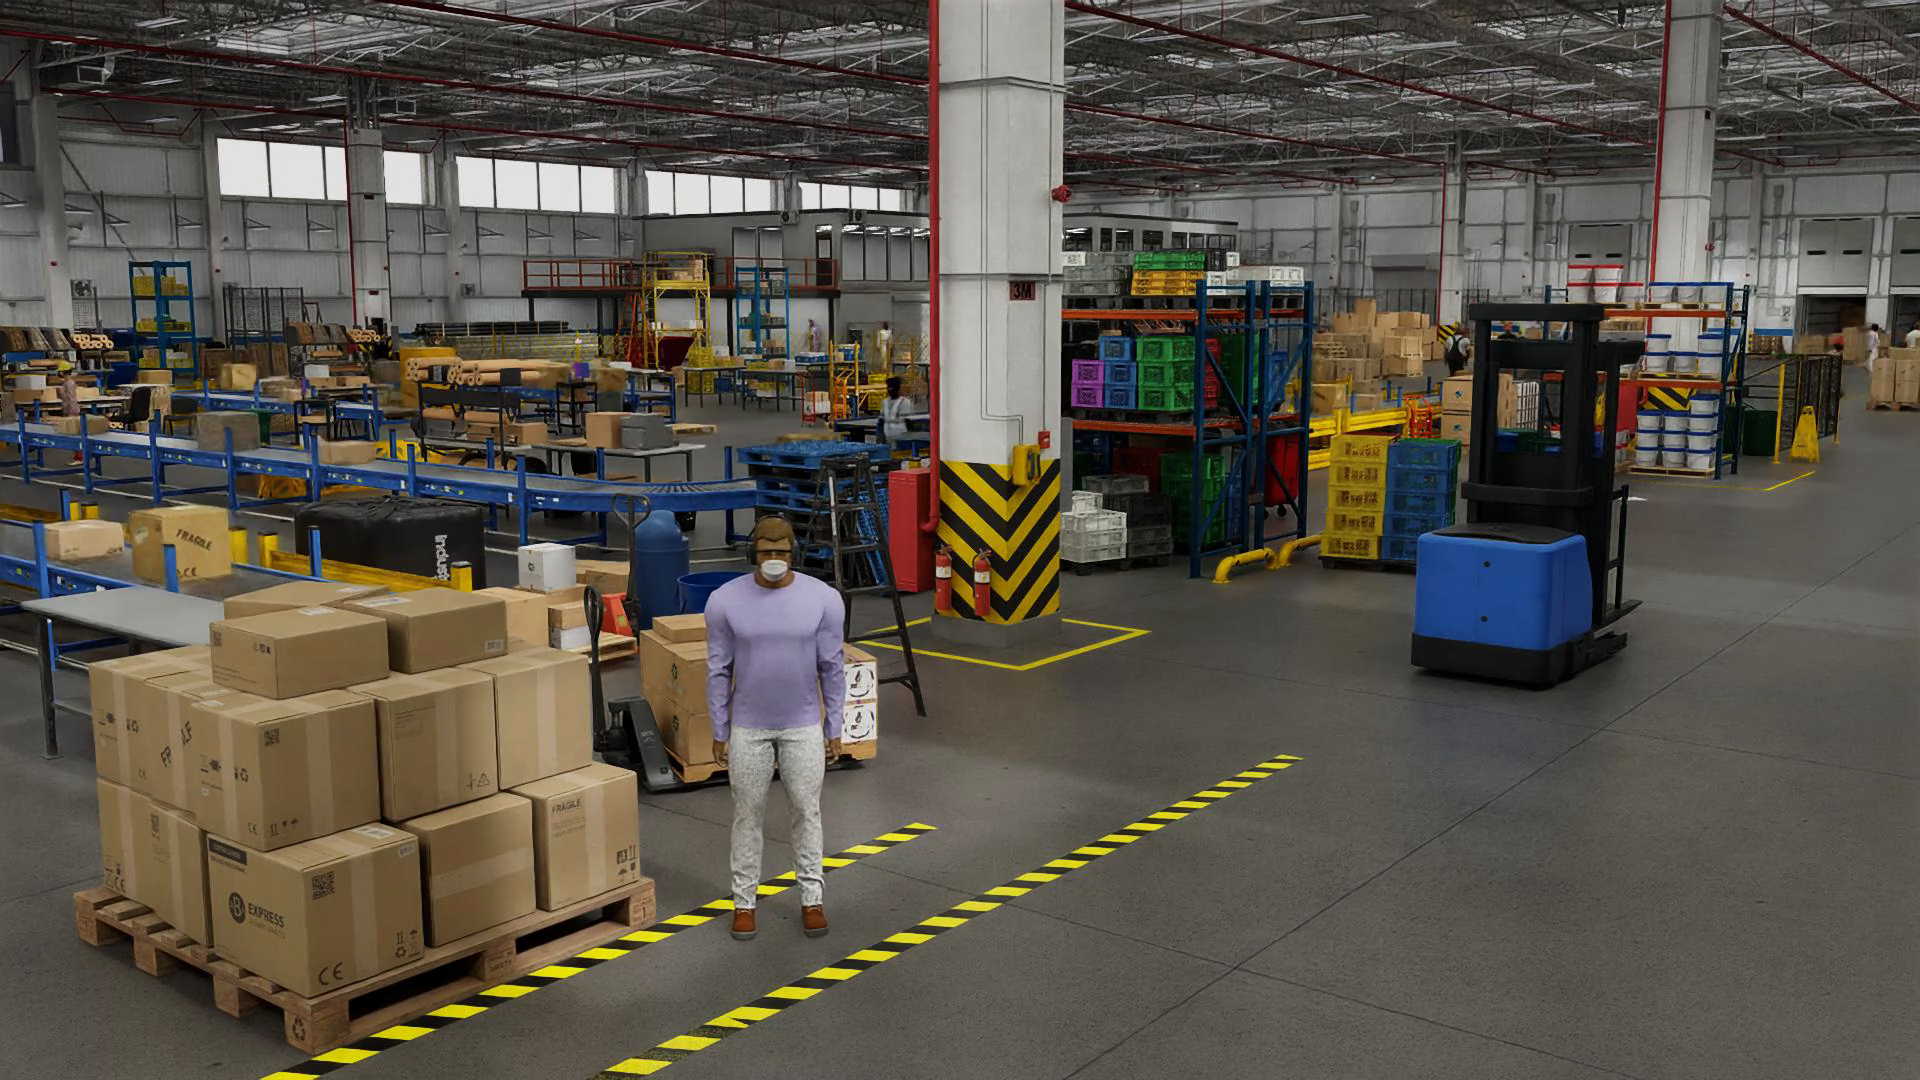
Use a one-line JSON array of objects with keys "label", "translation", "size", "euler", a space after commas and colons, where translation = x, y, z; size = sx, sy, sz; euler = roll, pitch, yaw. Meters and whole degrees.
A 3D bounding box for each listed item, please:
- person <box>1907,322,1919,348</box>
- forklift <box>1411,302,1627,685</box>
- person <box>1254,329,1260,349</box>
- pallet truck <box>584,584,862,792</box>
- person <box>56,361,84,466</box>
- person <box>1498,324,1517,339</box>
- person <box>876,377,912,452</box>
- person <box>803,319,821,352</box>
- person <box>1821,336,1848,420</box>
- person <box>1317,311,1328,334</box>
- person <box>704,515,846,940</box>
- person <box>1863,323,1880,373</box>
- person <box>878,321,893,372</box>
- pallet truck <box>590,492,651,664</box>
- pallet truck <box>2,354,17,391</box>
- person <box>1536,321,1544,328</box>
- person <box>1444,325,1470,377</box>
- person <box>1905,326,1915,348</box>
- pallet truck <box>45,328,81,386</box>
[{"label": "person", "translation": [31.824, -6.272, 55.342], "size": [0.372, 1.940, 0.632], "euler": [-4, 9, -27]}, {"label": "forklift", "translation": [4.379, -0.438, 12.852], "size": [1.129, 2.768, 1.873], "euler": [7, 11, 37]}, {"label": "person", "translation": [15.485, -10.837, 86.442], "size": [0.429, 1.844, 0.626], "euler": [5, 10, 33]}, {"label": "pallet truck", "translation": [-1.426, 0.805, 10.019], "size": [1.601, 1.201, 0.680], "euler": [-4, 9, -26]}, {"label": "person", "translation": [-14.987, -2.127, 27.985], "size": [0.327, 1.765, 0.529], "euler": [-5, 10, -31]}, {"label": "person", "translation": [17.329, -5.883, 52.728], "size": [0.646, 1.941, 1.054], "euler": [2, 9, 15]}, {"label": "person", "translation": [-1.016, -1.532, 24.289], "size": [0.550, 1.664, 0.764], "euler": [6, 11, 37]}, {"label": "person", "translation": [-5.848, -7.865, 66.228], "size": [0.735, 1.883, 0.827], "euler": [4, 9, 24]}, {"label": "person", "translation": [19.932, -3.669, 37.834], "size": [0.400, 1.923, 0.577], "euler": [7, 11, 38]}, {"label": "person", "translation": [18.806, -10.863, 86.181], "size": [0.667, 1.973, 0.460], "euler": [7, 11, 40]}, {"label": "person", "translation": [-0.824, 0.838, 7.464], "size": [0.624, 1.931, 0.377], "euler": [-1, 8, -6]}, {"label": "person", "translation": [33.058, -6.943, 60.233], "size": [0.448, 1.828, 0.651], "euler": [7, 11, 40]}, {"label": "person", "translation": [-2.743, -7.129, 61.336], "size": [0.576, 1.872, 0.444], "euler": [-8, 11, -42]}, {"label": "pallet truck", "translation": [-3.115, 0.344, 12.883], "size": [0.653, 1.274, 1.630], "euler": [7, 11, 37]}, {"label": "pallet truck", "translation": [-24.881, -4.417, 42.634], "size": [1.885, 1.965, 0.823], "euler": [8, 11, 41]}, {"label": "person", "translation": [23.487, -8.096, 67.703], "size": [0.797, 1.921, 0.632], "euler": [2, 9, 15]}, {"label": "person", "translation": [14.318, -5.220, 47.904], "size": [0.700, 2.000, 0.881], "euler": [7, 11, 41]}, {"label": "person", "translation": [35.649, -7.186, 62.316], "size": [0.548, 1.685, 0.452], "euler": [-1, 8, -5]}, {"label": "pallet truck", "translation": [-23.775, -4.544, 43.495], "size": [1.885, 1.965, 0.823], "euler": [6, 10, 35]}]
